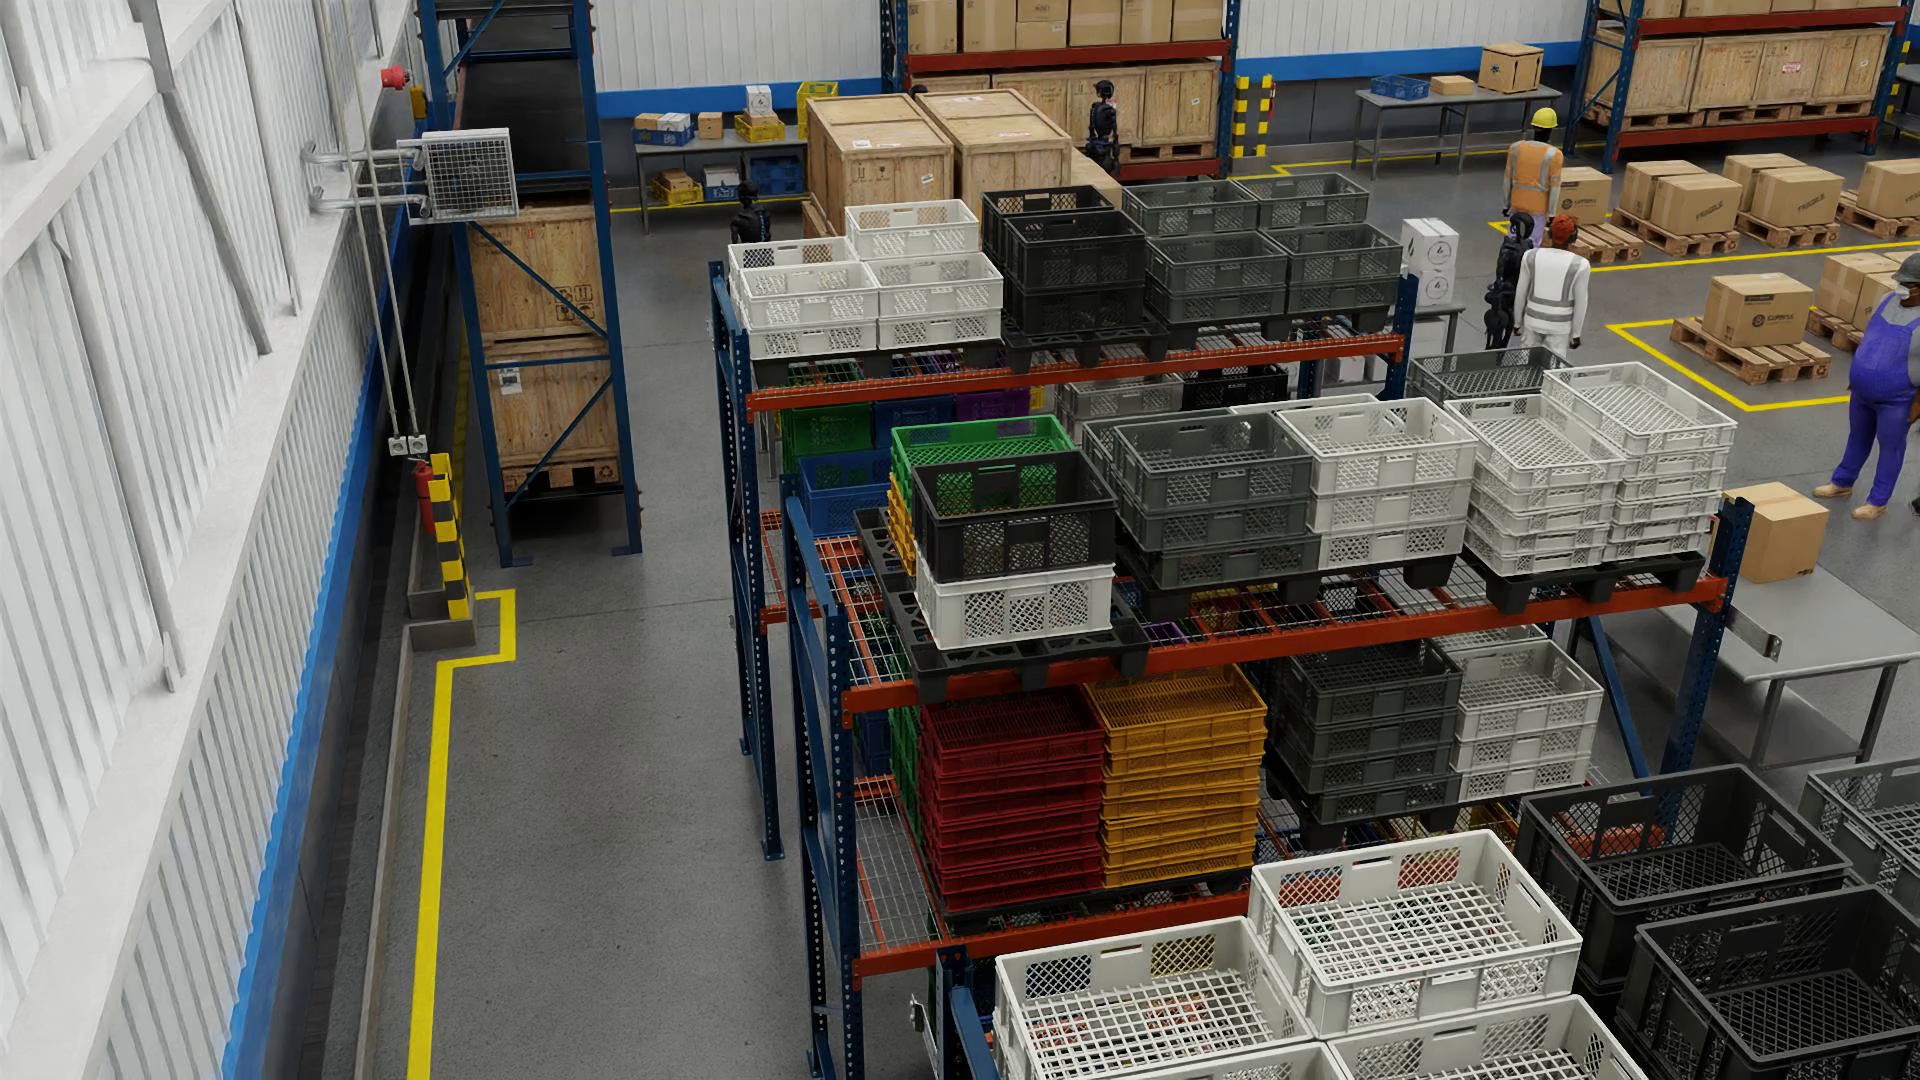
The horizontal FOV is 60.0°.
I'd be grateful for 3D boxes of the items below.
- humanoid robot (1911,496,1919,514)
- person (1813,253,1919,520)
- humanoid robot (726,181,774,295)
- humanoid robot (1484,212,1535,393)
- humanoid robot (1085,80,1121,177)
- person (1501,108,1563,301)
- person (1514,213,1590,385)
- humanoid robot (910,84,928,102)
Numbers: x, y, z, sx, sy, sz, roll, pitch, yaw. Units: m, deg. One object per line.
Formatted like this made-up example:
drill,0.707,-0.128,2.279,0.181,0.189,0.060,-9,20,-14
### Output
humanoid robot,7.452,-0.887,12.225,0.472,1.629,0.585,-14,31,-24
person,6.852,-1.143,12.316,0.537,2.000,0.676,-8,29,-14
humanoid robot,-1.897,-2.470,15.207,0.328,1.657,0.588,16,32,27
humanoid robot,4.722,-2.024,14.361,0.321,1.657,0.608,25,36,38
humanoid robot,1.617,-4.352,18.775,0.330,1.660,0.587,-15,31,-26
person,5.694,-3.345,16.614,0.584,1.928,0.365,24,36,38
person,4.818,-1.751,13.638,0.572,1.883,0.354,20,34,32
humanoid robot,-0.435,-4.251,18.586,0.325,1.657,0.596,20,34,33
